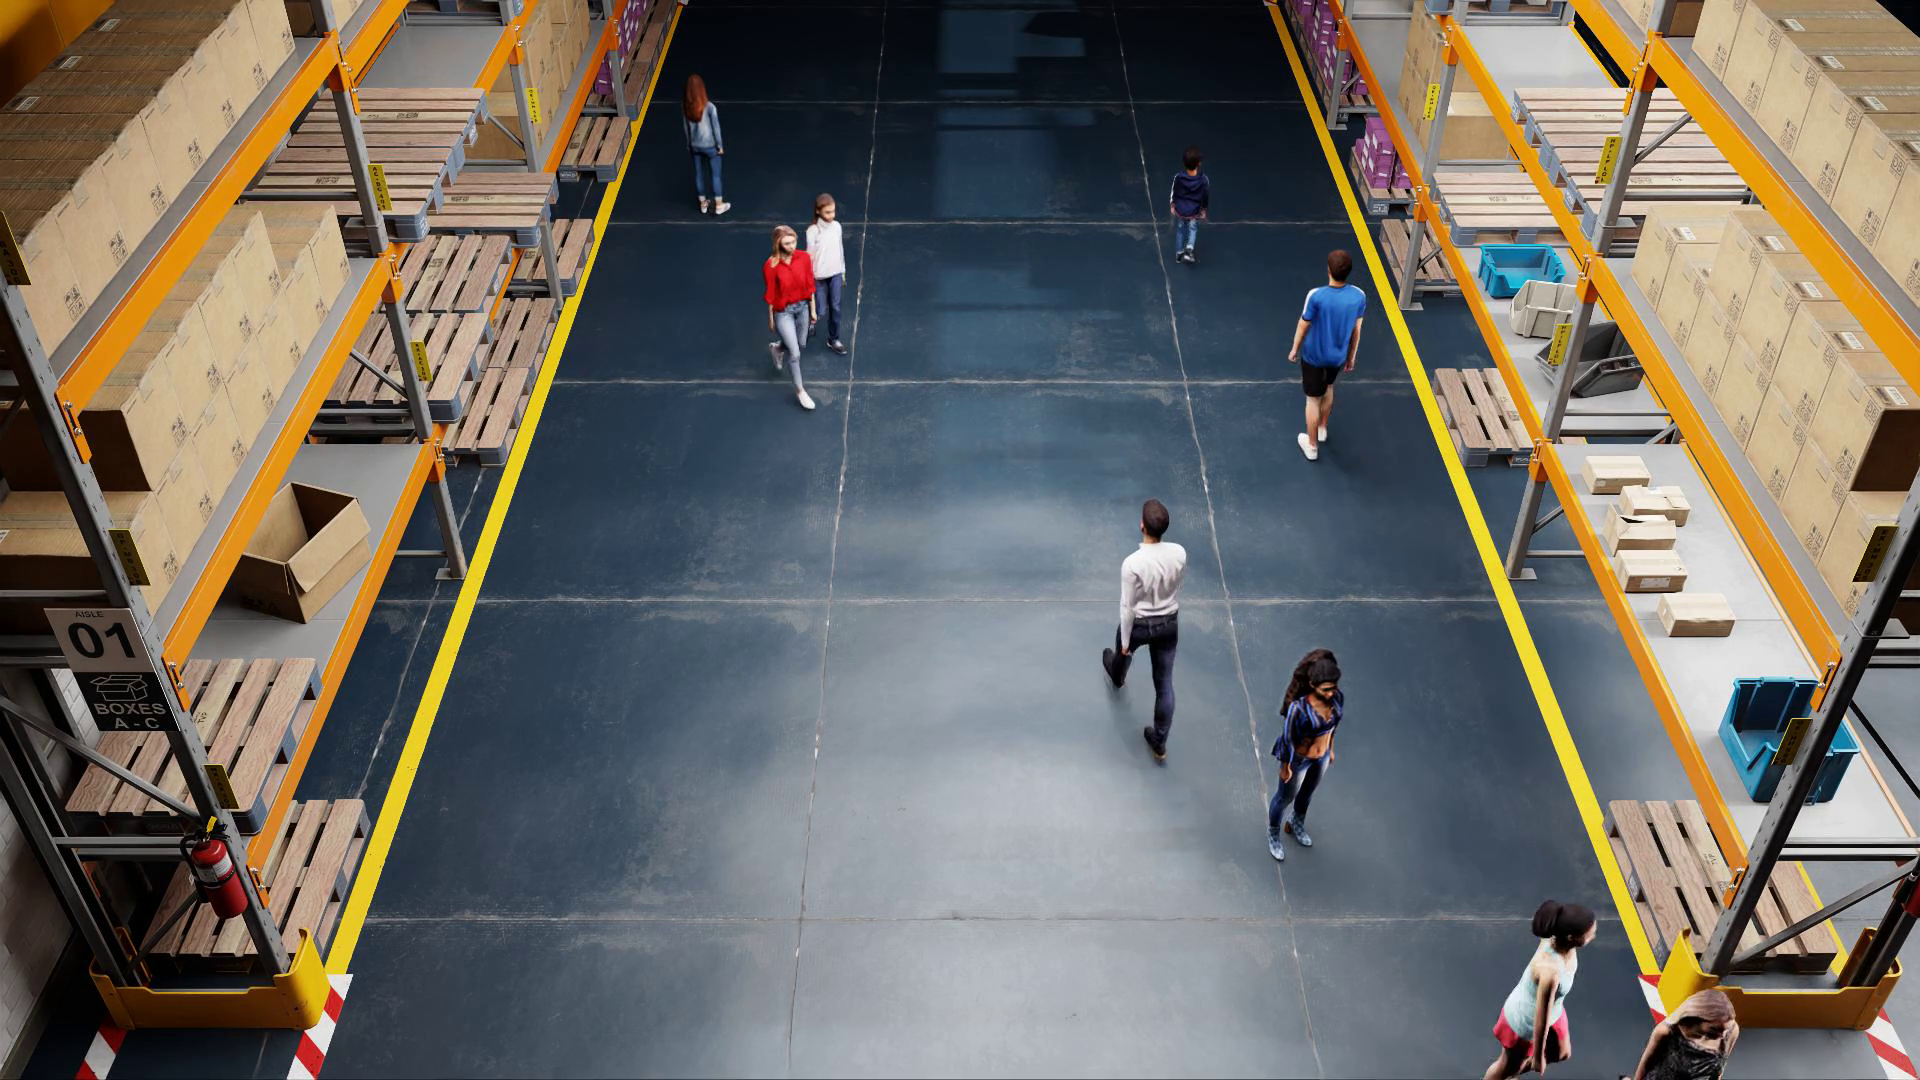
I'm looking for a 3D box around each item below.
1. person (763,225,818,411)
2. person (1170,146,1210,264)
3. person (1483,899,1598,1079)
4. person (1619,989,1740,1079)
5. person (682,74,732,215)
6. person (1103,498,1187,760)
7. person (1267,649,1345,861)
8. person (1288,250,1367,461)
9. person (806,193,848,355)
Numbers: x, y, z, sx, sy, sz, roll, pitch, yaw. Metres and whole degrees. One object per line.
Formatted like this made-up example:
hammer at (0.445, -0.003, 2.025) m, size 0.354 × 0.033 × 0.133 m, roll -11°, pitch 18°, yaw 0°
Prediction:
person at (-1.476, -1.967, 14.232) m, size 0.947 × 1.686 × 1.086 m, roll -22°, pitch 44°, yaw -25°
person at (2.210, -3.231, 16.191) m, size 0.558 × 1.217 × 0.574 m, roll 6°, pitch 39°, yaw 7°
person at (2.901, 2.446, 8.652) m, size 0.820 × 1.754 × 0.741 m, roll 23°, pitch 44°, yaw 26°
person at (3.552, 2.706, 8.387) m, size 0.601 × 1.678 × 0.858 m, roll -1°, pitch 39°, yaw -2°
person at (-2.629, -4.032, 16.987) m, size 0.636 × 1.475 × 0.615 m, roll 12°, pitch 40°, yaw 15°
person at (1.274, 0.634, 10.875) m, size 0.841 × 1.810 × 1.302 m, roll -10°, pitch 40°, yaw -12°
person at (2.119, 1.316, 10.176) m, size 0.701 × 1.618 × 0.708 m, roll -19°, pitch 42°, yaw -22°
person at (2.981, -1.457, 13.463) m, size 0.734 × 1.849 × 0.788 m, roll -9°, pitch 39°, yaw -11°
person at (-1.241, -2.410, 14.899) m, size 0.726 × 1.546 × 0.825 m, roll -22°, pitch 43°, yaw -25°
